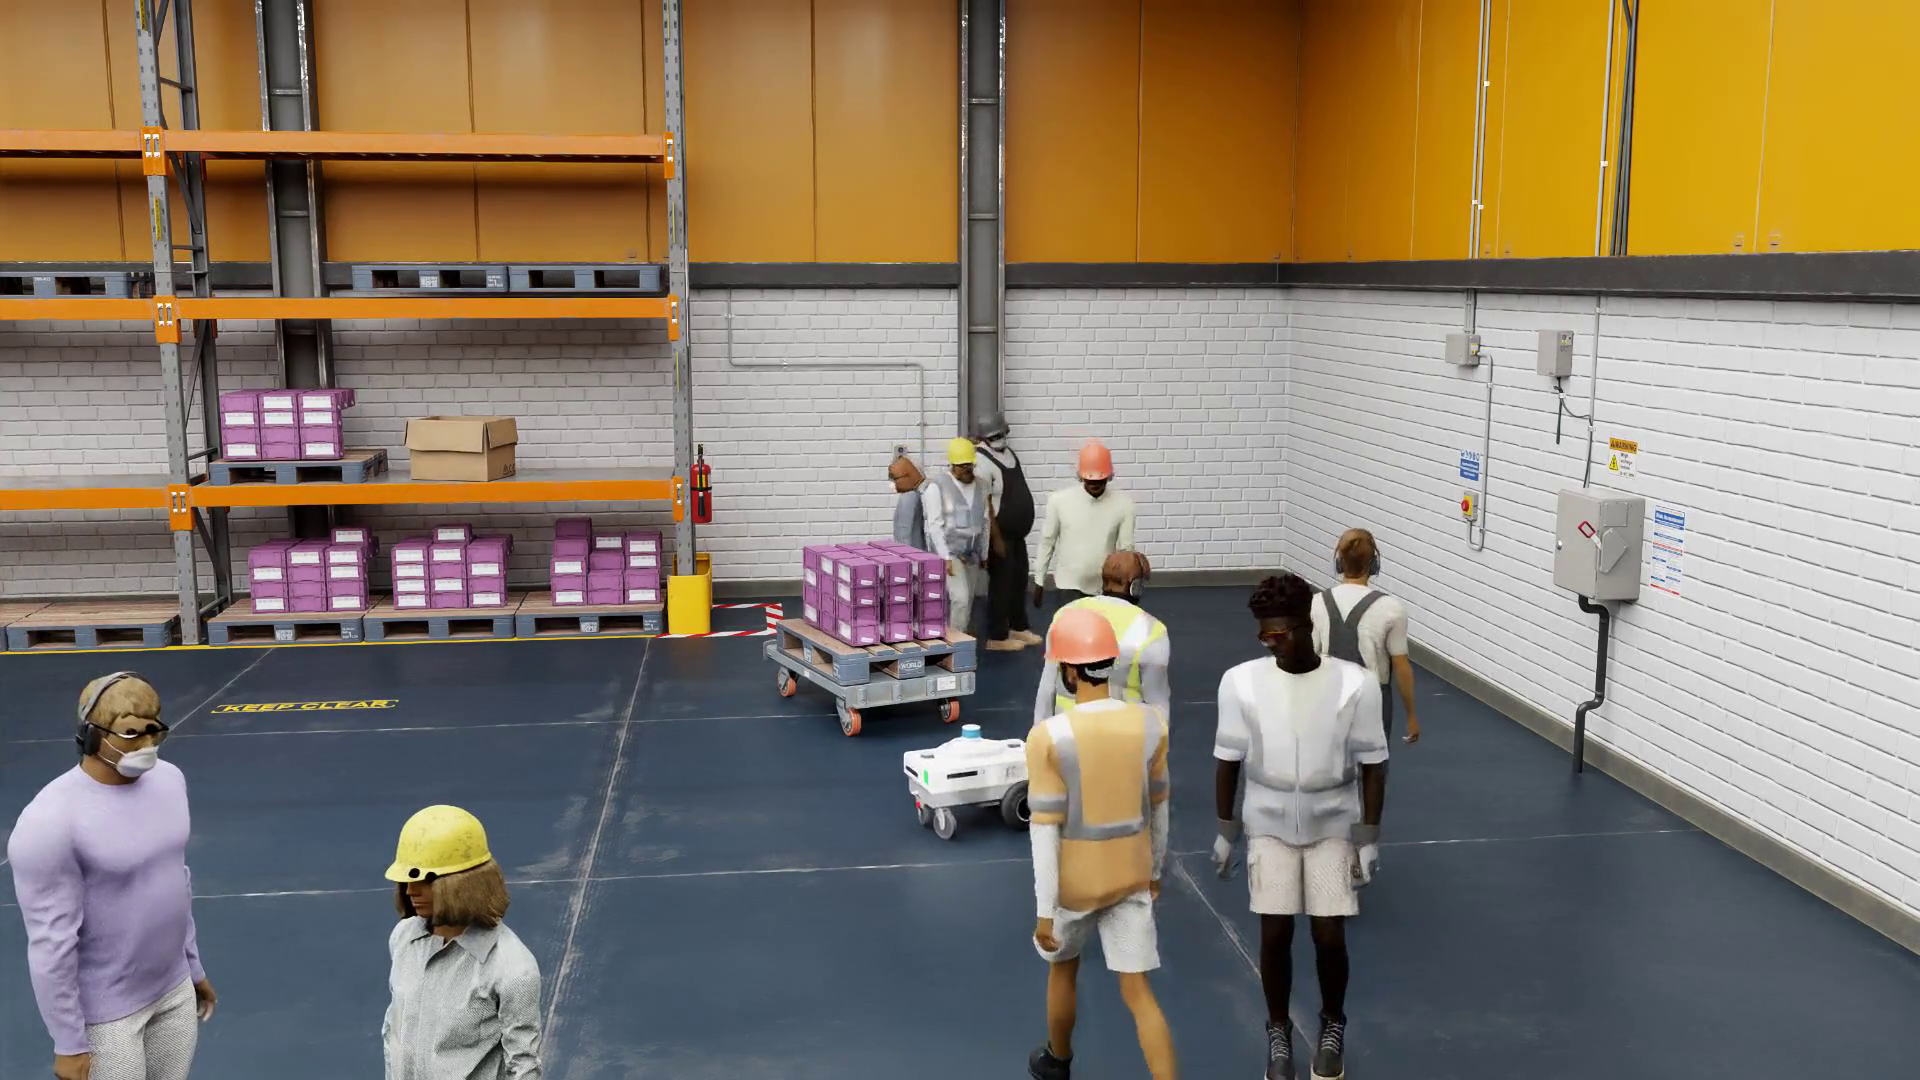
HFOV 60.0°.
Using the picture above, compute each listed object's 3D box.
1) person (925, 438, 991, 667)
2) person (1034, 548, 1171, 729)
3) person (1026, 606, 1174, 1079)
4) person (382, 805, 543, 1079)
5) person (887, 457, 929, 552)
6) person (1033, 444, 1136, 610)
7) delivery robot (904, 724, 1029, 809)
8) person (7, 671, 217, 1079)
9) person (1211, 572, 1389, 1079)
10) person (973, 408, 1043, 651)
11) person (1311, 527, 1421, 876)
[{"bbox_3d":[0.015,0.099,12.775,0.611,1.790,0.585,-7,12,-39],"label":"person"},{"bbox_3d":[0.636,0.928,7.690,0.669,1.779,0.958,9,12,43],"label":"person"},{"bbox_3d":[0.508,1.177,5.786,0.585,1.888,1.012,-3,10,-20],"label":"person"},{"bbox_3d":[-1.255,1.505,4.157,0.487,1.744,0.294,5,10,27],"label":"person"},{"bbox_3d":[-0.415,0.160,12.905,0.364,1.618,0.540,2,9,11],"label":"person"},{"bbox_3d":[0.833,0.320,11.006,0.669,1.913,1.040,-1,9,-5],"label":"person"},{"bbox_3d":[0.059,1.256,9.114,0.707,0.478,0.477,-4,10,-23],"label":"delivery robot"},{"bbox_3d":[-2.365,1.317,4.739,0.370,1.934,0.627,2,9,9],"label":"person"},{"bbox_3d":[1.260,1.079,6.206,0.645,1.936,0.459,2,9,14],"label":"person"},{"bbox_3d":[0.374,-0.108,13.293,0.647,2.000,0.713,3,10,20],"label":"person"},{"bbox_3d":[1.905,0.846,8.021,0.518,1.823,0.783,7,11,37],"label":"person"}]
